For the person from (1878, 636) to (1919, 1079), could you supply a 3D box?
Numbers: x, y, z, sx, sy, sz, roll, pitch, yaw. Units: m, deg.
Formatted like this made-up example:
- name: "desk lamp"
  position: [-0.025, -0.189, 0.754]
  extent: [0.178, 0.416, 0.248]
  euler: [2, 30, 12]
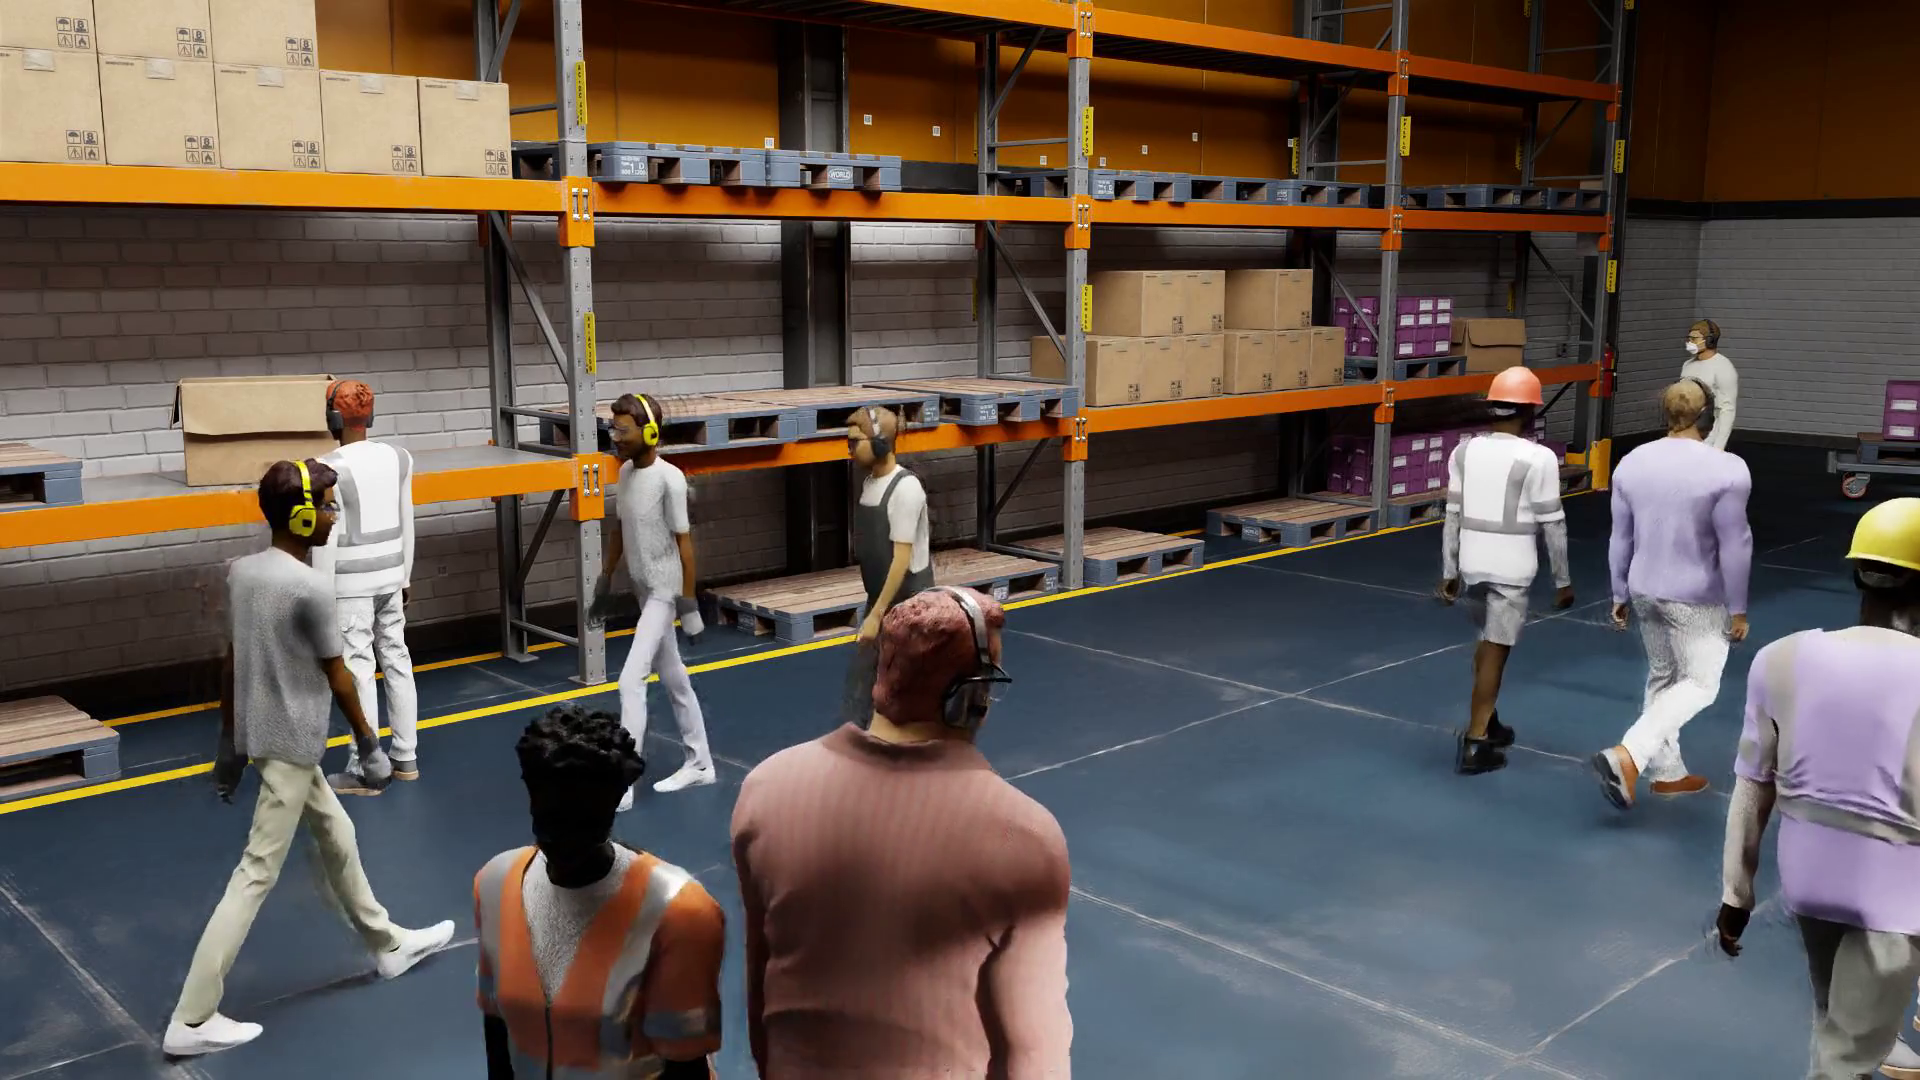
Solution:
- name: "person"
  position: [2.973, 0.606, 4.925]
  extent: [0.623, 1.992, 0.397]
  euler: [-3, 10, -16]

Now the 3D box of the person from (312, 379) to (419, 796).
- name: "person"
  position: [-2.708, 0.216, 7.538]
  extent: [0.356, 1.883, 0.572]
  euler: [5, 11, 26]

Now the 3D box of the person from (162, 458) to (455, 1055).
- name: "person"
  position: [-2.092, 0.653, 5.228]
  extent: [0.503, 1.815, 1.024]
  euler: [9, 13, 44]

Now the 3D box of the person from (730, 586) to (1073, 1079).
- name: "person"
  position: [-0.107, 1.007, 2.928]
  extent: [0.675, 1.878, 0.505]
  euler: [3, 10, 19]

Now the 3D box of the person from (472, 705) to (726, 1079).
- name: "person"
  position: [-0.631, 1.095, 2.992]
  extent: [0.586, 1.681, 0.381]
  euler: [5, 11, 29]

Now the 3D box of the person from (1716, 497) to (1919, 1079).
- name: "person"
  position: [2.134, 0.834, 3.992]
  extent: [1.016, 1.871, 0.577]
  euler: [-7, 12, -35]

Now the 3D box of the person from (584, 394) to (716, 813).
- name: "person"
  position: [-1.458, 0.276, 7.349]
  extent: [0.874, 1.834, 0.541]
  euler: [-6, 11, -32]

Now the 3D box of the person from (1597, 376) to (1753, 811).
- name: "person"
  position: [3.073, 0.251, 7.231]
  extent: [0.743, 1.923, 0.637]
  euler: [-5, 11, -28]

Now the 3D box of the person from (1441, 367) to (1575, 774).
- name: "person"
  position: [2.630, 0.140, 7.916]
  extent: [0.771, 1.909, 0.570]
  euler: [-6, 12, -33]

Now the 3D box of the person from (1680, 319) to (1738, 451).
- name: "person"
  position: [5.851, -0.769, 13.141]
  extent: [0.354, 1.937, 0.635]
  euler: [-1, 10, -8]

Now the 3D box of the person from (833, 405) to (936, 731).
- name: "person"
  position: [-0.345, 0.305, 7.306]
  extent: [0.981, 1.782, 0.495]
  euler: [-6, 12, -33]
